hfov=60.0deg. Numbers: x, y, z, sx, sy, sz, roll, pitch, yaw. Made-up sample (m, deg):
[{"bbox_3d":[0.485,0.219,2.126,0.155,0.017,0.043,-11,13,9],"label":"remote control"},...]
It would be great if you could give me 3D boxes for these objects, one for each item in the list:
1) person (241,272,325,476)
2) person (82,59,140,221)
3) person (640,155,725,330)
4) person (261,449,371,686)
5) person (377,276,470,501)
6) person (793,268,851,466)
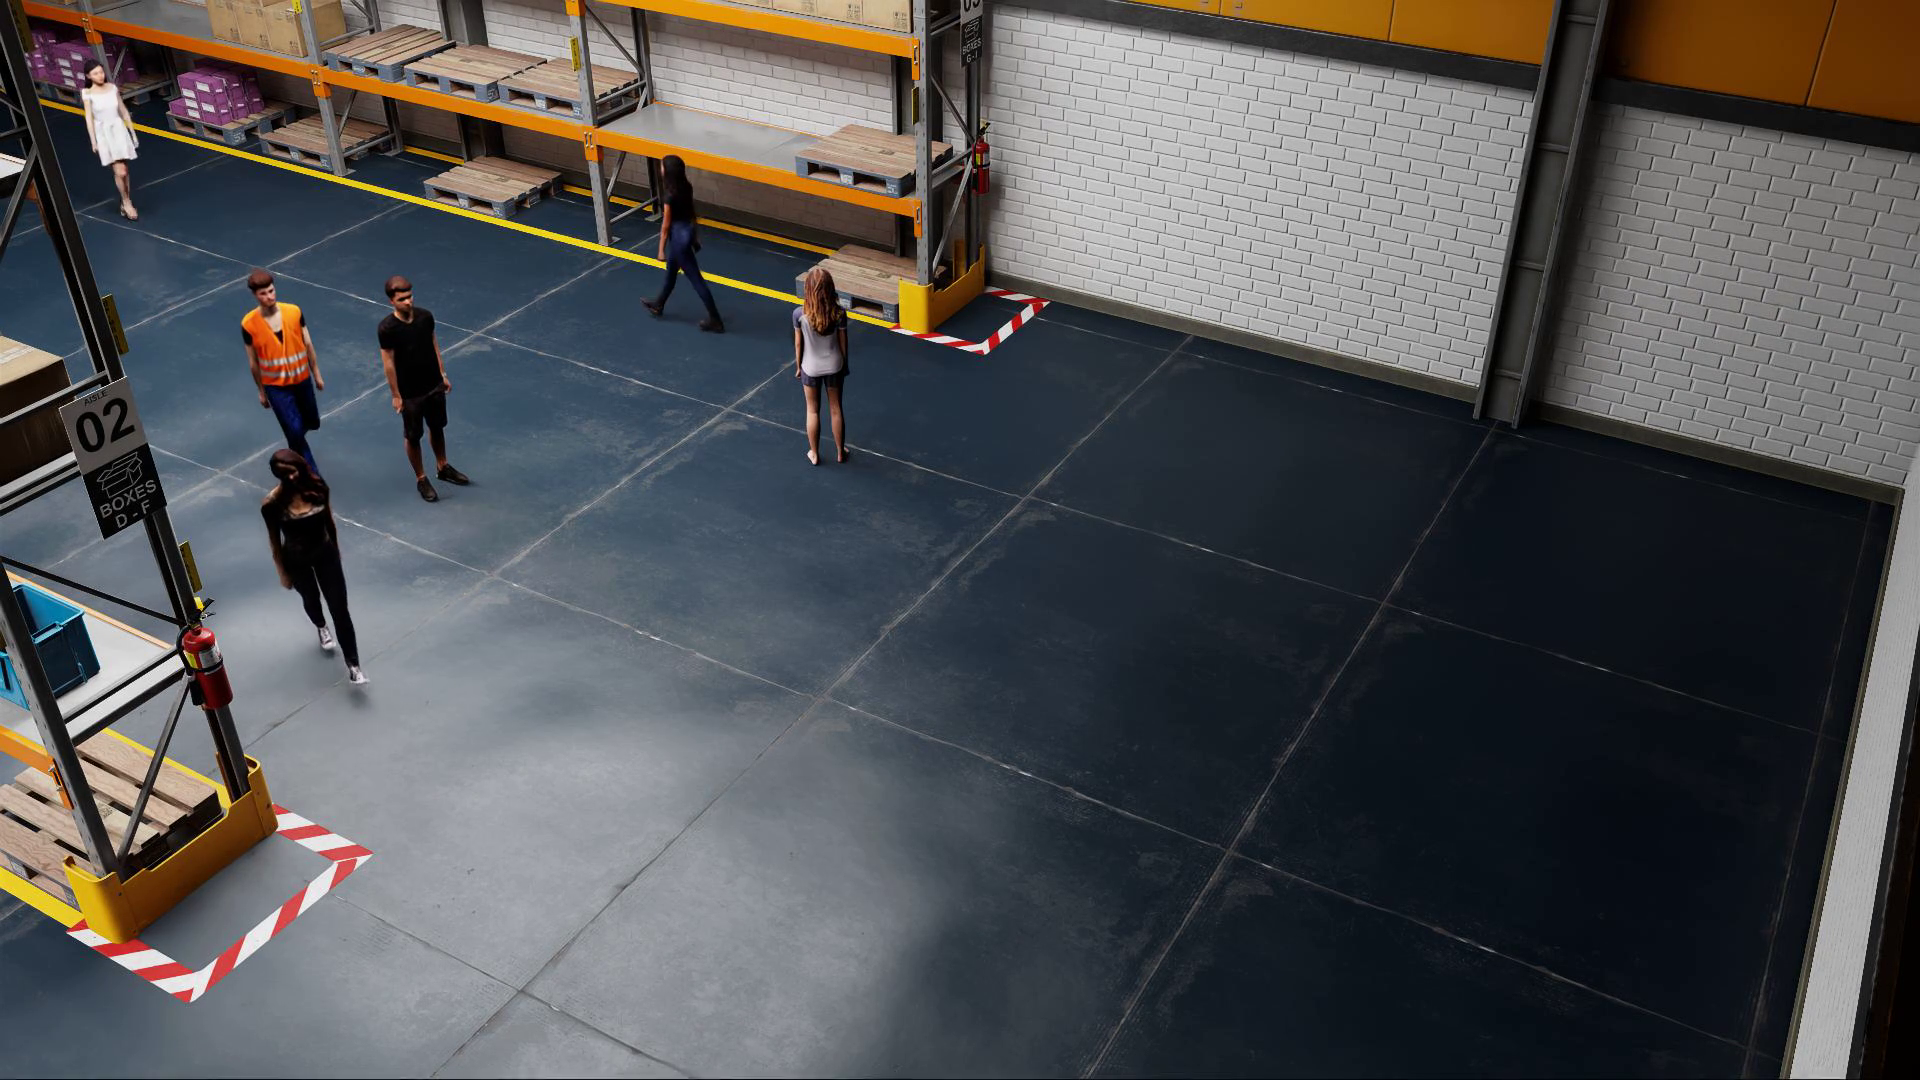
[{"bbox_3d":[-5.419,-1.306,13.336,0.928,1.866,1.138,-22,40,-30],"label":"person"},{"bbox_3d":[-9.191,-4.317,17.961,0.772,1.762,0.676,23,40,30],"label":"person"},{"bbox_3d":[-2.537,-2.750,15.672,1.182,1.686,0.710,12,35,17],"label":"person"},{"bbox_3d":[-4.456,0.126,11.322,0.965,1.710,1.259,-21,39,-29],"label":"person"},{"bbox_3d":[-4.318,-1.244,13.246,0.631,1.862,0.711,24,40,31],"label":"person"},{"bbox_3d":[-1.125,-1.409,13.612,0.668,1.732,0.750,-4,34,-6],"label":"person"}]
